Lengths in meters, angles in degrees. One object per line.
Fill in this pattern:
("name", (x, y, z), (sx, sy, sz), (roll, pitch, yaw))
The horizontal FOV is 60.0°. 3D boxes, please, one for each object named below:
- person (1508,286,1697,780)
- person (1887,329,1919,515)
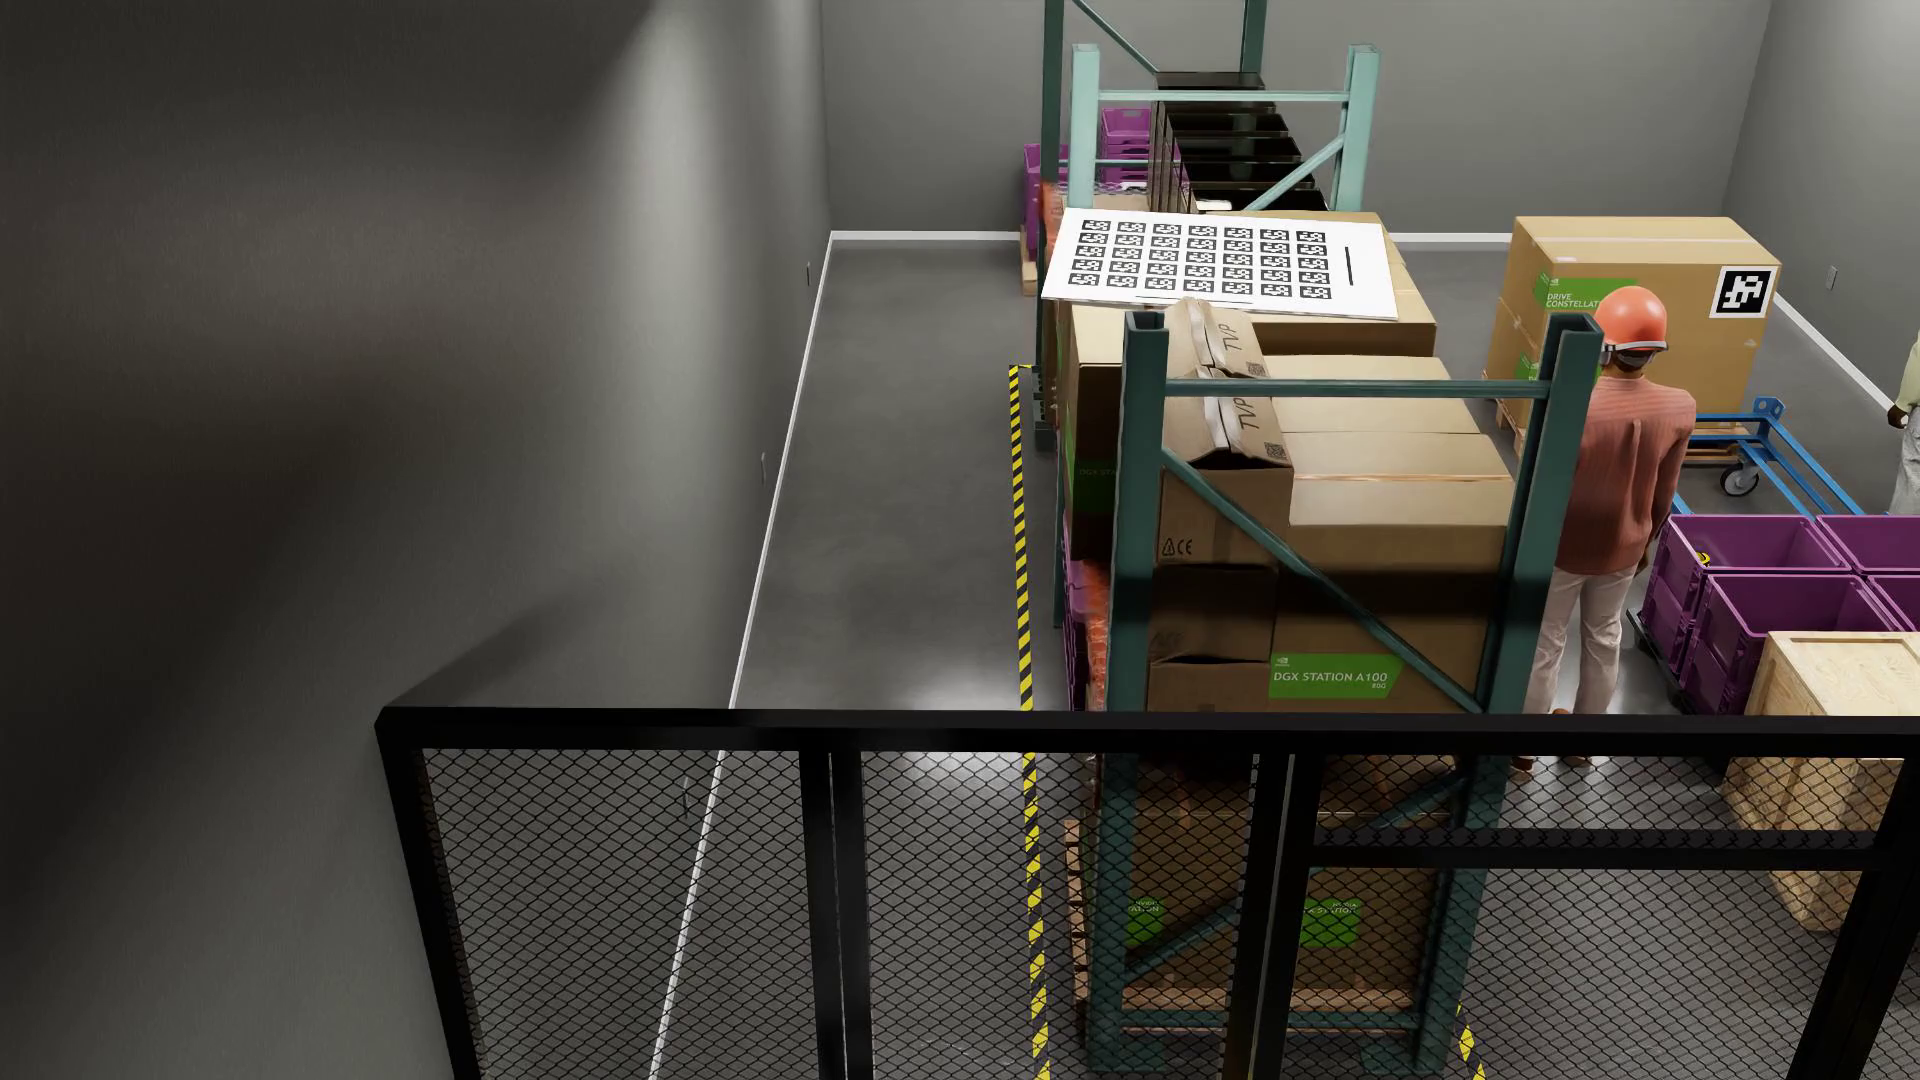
("person", (2.306, 0.010, 6.145), (0.609, 1.995, 0.376), (-7, 32, -12))
("person", (4.453, -0.644, 7.385), (0.591, 1.833, 0.403), (2, 31, 3))
